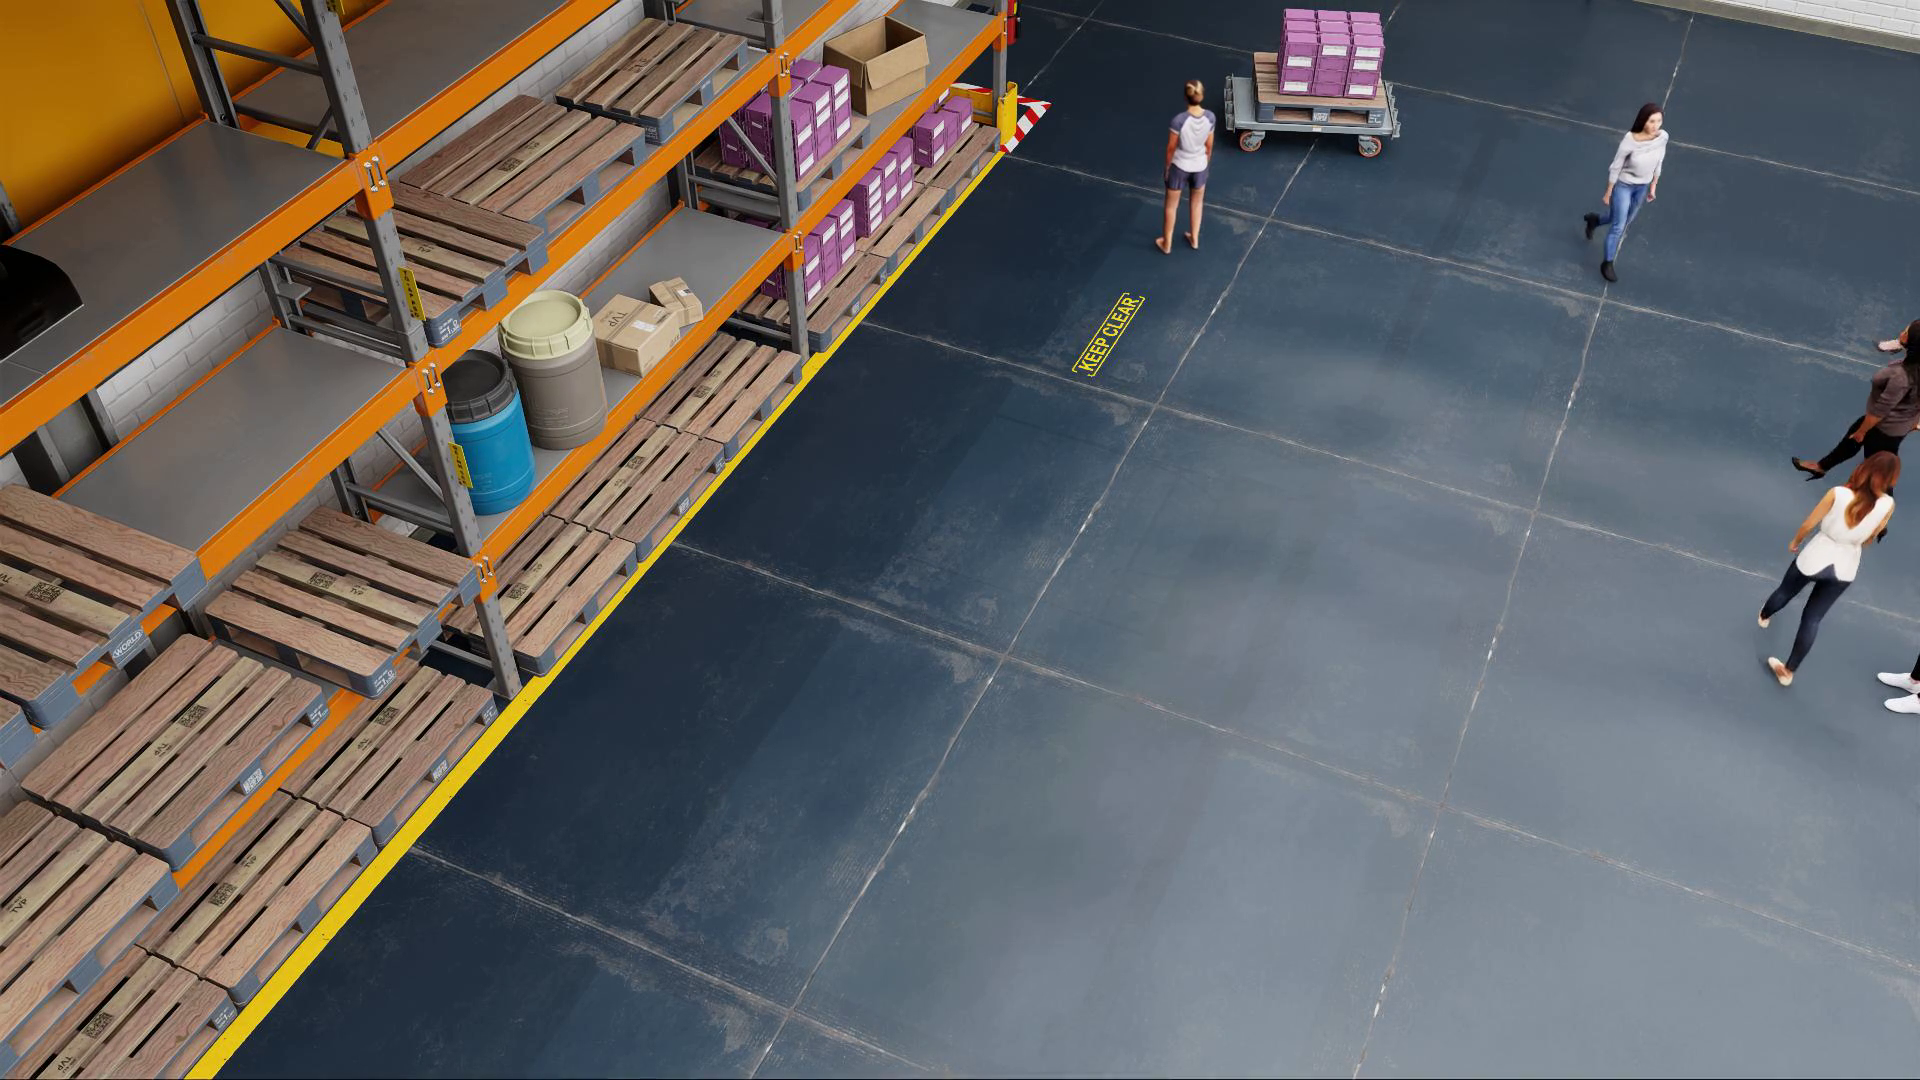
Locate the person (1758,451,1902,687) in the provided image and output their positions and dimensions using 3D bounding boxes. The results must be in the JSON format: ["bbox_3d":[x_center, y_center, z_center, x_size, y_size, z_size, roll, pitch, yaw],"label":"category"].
[{"bbox_3d":[5.587,0.238,10.699,0.663,1.734,0.994,10,44,10],"label":"person"}]

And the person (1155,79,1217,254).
[{"bbox_3d":[1.979,-3.230,14.421,0.642,1.621,0.685,-11,45,-11],"label":"person"}]

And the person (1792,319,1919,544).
[{"bbox_3d":[6.581,-0.718,11.660,1.168,1.792,1.090,-23,48,-23],"label":"person"}]

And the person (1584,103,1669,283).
[{"bbox_3d":[5.678,-3.038,14.228,0.952,1.610,1.028,-12,45,-12],"label":"person"}]
